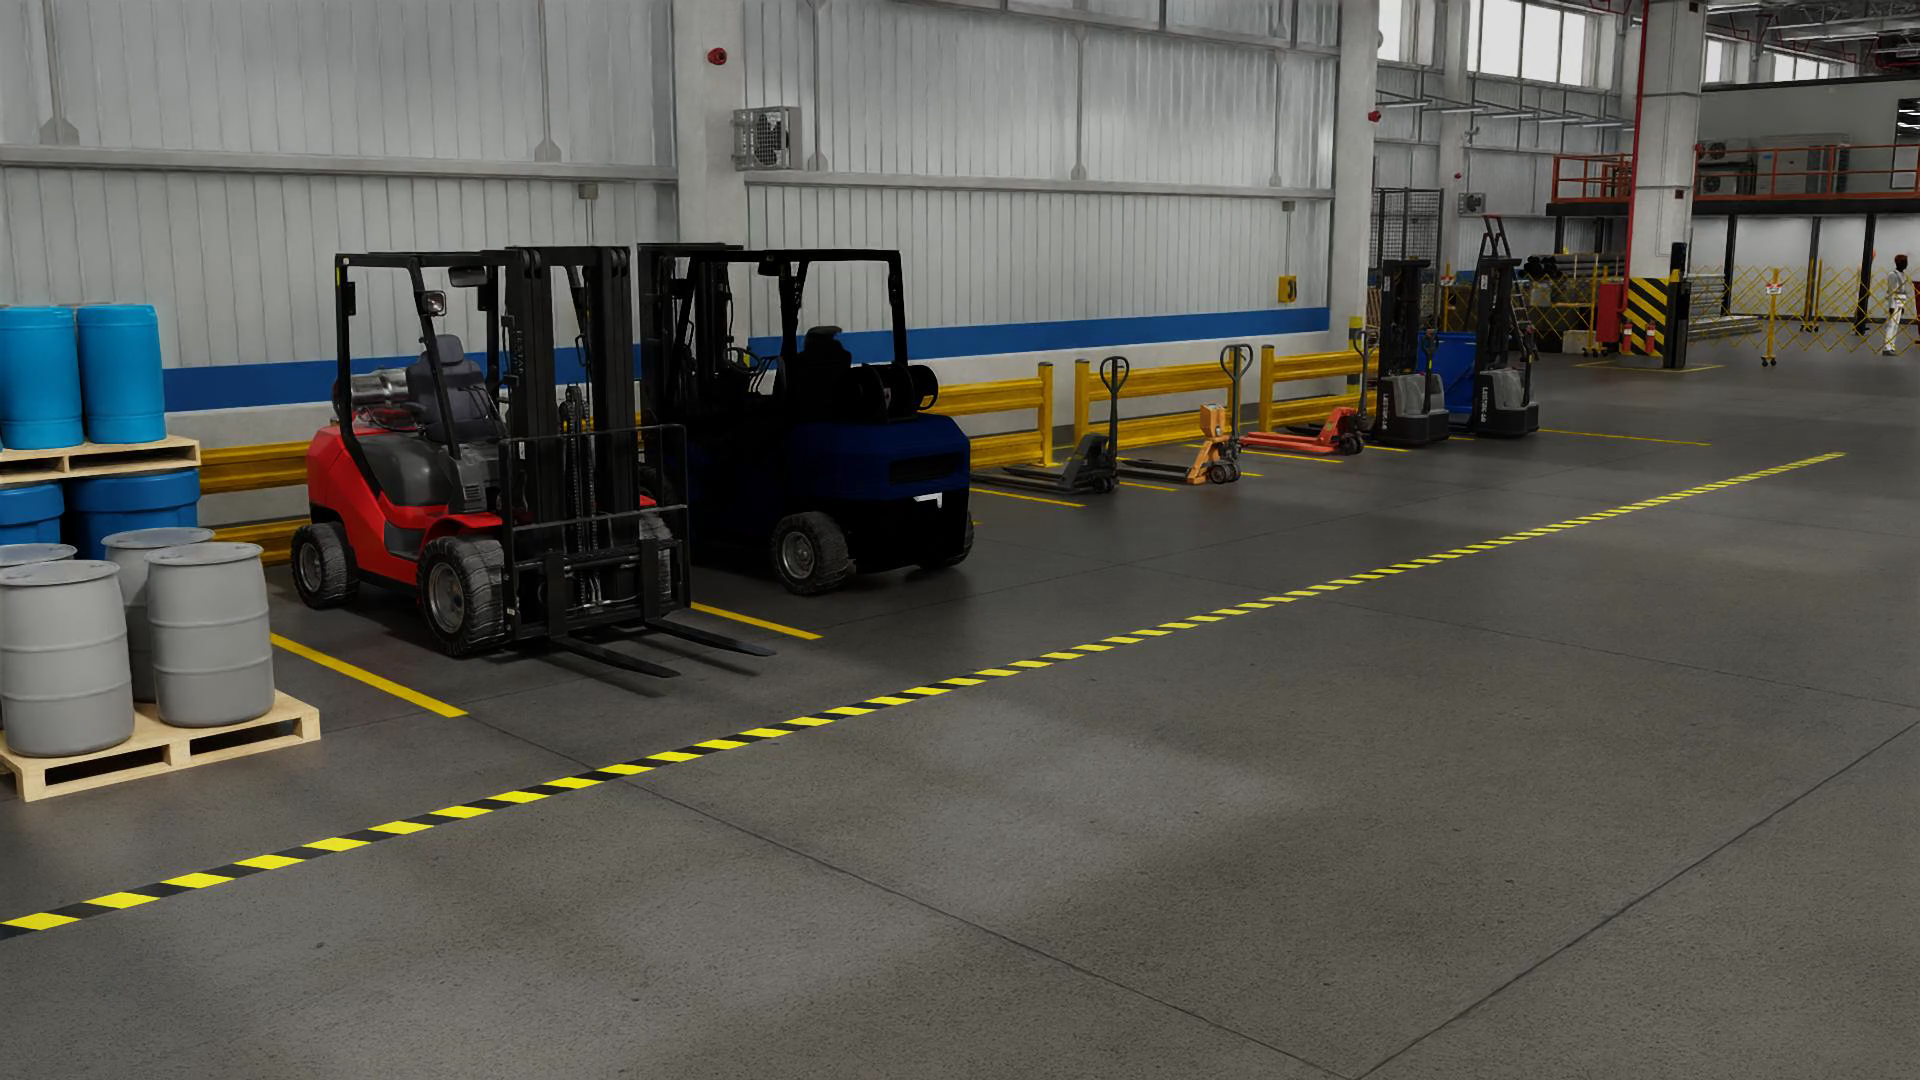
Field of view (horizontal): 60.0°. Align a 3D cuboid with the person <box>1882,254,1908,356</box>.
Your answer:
[{"bbox_3d":[17.451,-4.369,31.001,0.576,1.882,0.355,-10,15,-44],"label":"person"}]

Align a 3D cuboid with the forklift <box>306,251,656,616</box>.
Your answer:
[{"bbox_3d":[-2.833,-0.669,9.694,1.157,1.987,2.680,-10,14,-44],"label":"forklift"}]

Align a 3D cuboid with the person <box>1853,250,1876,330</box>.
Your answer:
[{"bbox_3d":[21.386,-5.919,39.303,0.544,1.938,0.355,-10,15,-44],"label":"person"}]

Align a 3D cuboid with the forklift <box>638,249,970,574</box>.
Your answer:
[{"bbox_3d":[-1.173,-0.958,11.239,2.680,1.987,1.157,10,14,43],"label":"forklift"}]

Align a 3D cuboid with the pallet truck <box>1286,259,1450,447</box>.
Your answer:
[{"bbox_3d":[4.493,-2.078,18.196,0.823,1.965,1.885,-9,14,-40],"label":"pallet truck"}]

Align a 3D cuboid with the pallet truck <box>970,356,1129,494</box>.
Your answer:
[{"bbox_3d":[0.784,-1.085,14.876,0.680,1.201,1.601,-10,14,-44],"label":"pallet truck"}]

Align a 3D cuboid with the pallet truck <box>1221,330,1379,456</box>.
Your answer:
[{"bbox_3d":[3.563,-1.581,17.381,0.653,1.274,1.630,-10,14,-44],"label":"pallet truck"}]

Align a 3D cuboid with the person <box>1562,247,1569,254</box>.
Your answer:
[{"bbox_3d":[15.558,-6.610,43.095,0.587,1.928,0.362,-10,15,-44],"label":"person"}]

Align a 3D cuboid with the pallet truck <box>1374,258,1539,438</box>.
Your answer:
[{"bbox_3d":[5.704,-2.208,18.901,1.885,1.965,0.823,10,14,43],"label":"pallet truck"}]

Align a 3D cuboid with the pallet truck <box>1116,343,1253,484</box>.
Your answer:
[{"bbox_3d":[1.962,-1.215,15.415,1.522,1.261,0.704,10,14,43],"label":"pallet truck"}]
